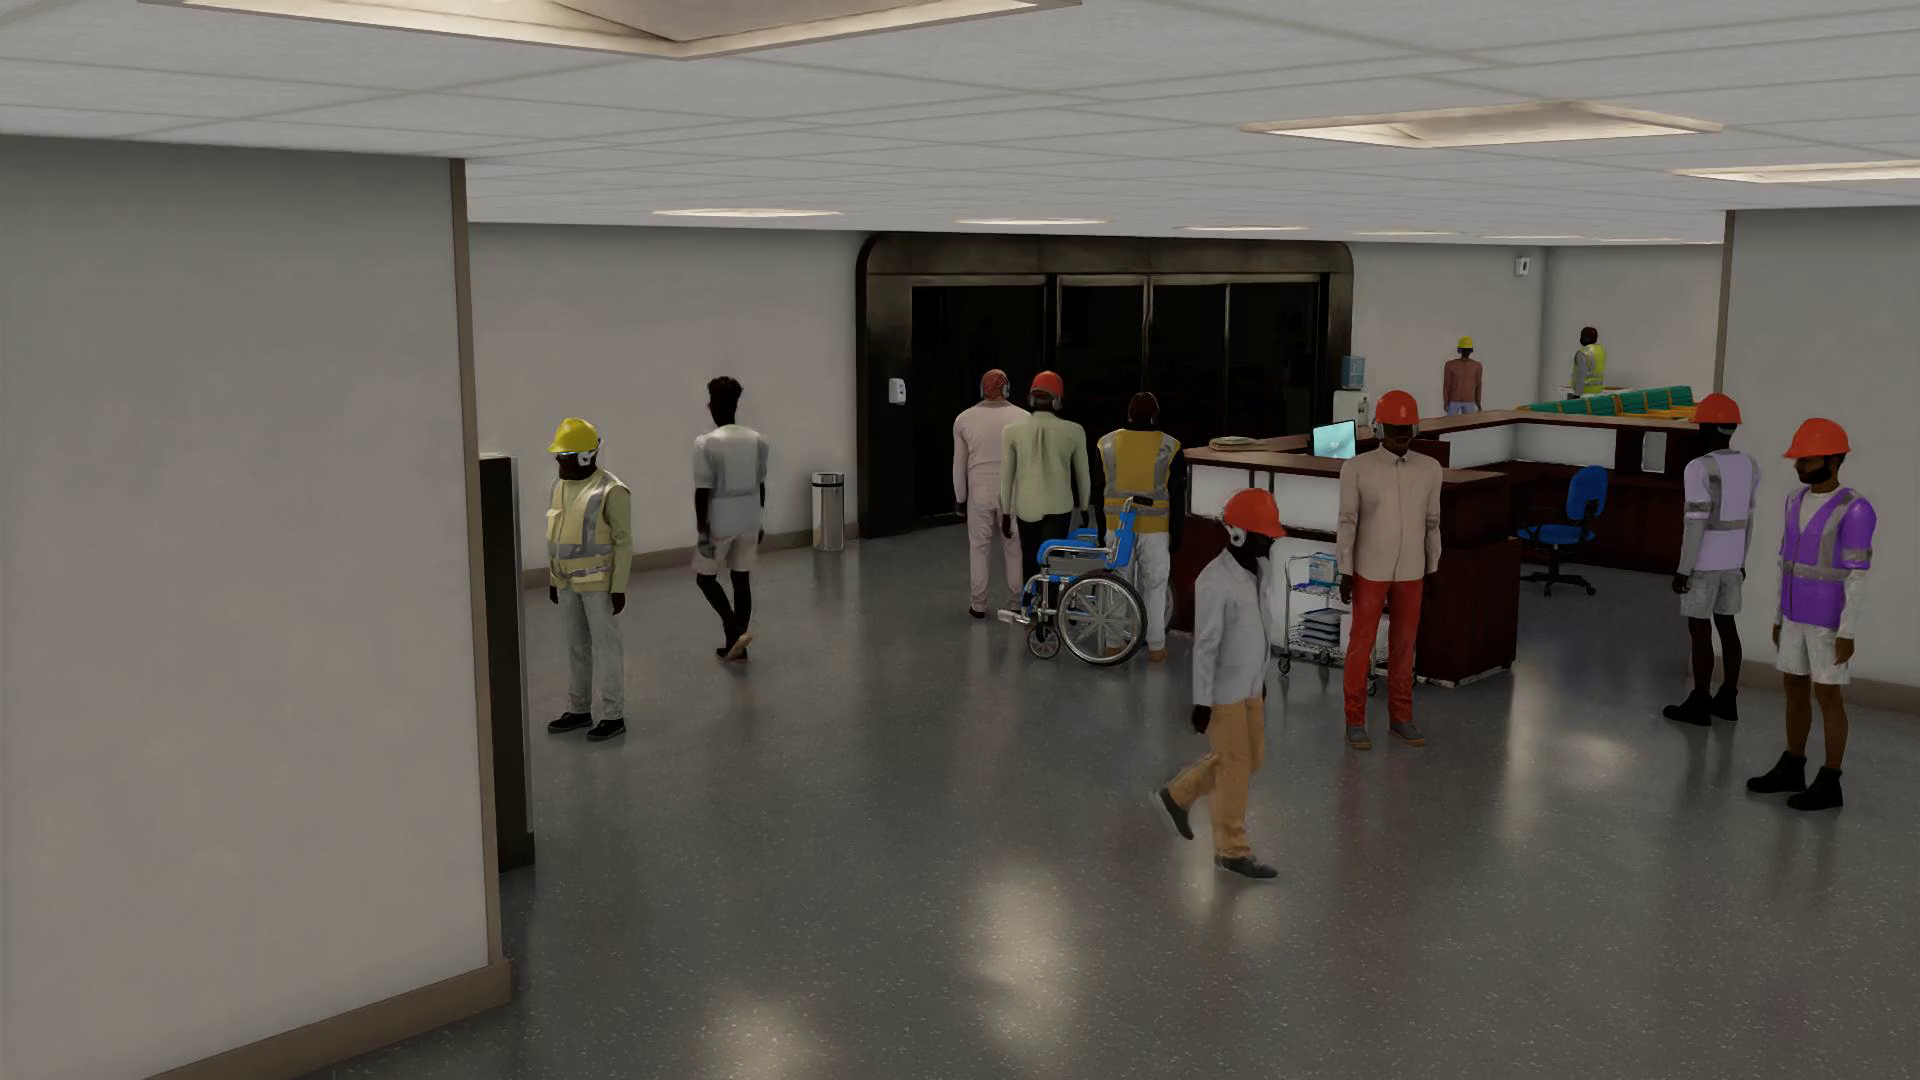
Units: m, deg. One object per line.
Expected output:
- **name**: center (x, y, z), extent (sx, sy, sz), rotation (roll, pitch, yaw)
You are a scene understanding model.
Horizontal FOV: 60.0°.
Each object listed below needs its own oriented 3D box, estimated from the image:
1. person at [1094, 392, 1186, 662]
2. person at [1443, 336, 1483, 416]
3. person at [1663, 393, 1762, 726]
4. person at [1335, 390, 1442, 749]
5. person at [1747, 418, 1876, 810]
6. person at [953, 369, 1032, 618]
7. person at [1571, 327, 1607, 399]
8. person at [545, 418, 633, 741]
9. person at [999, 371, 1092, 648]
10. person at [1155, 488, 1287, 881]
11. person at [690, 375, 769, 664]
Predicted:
- **person**: center (1.217, -0.083, 11.267), extent (0.626, 1.837, 0.429), rotation (3, 10, 16)
- **person**: center (6.724, -1.846, 22.267), extent (0.523, 1.769, 0.321), rotation (0, 9, 2)
- **person**: center (4.380, 0.113, 9.732), extent (0.552, 1.935, 0.374), rotation (-5, 10, -26)
- **person**: center (2.385, 0.164, 9.240), extent (0.617, 1.994, 0.381), rotation (-2, 9, -11)
- **person**: center (4.199, 0.363, 8.206), extent (0.377, 1.934, 0.557), rotation (-2, 9, -12)
- **person**: center (0.269, -0.347, 12.667), extent (0.643, 1.901, 0.400), rotation (1, 9, 3)
- **person**: center (8.874, -2.095, 23.567), extent (0.624, 1.845, 0.430), rotation (-8, 12, -39)
- **person**: center (-2.120, 0.221, 9.399), extent (0.600, 1.827, 0.403), rotation (6, 11, 34)
- **person**: center (0.616, -0.237, 11.913), extent (0.647, 1.925, 1.078), rotation (2, 9, 10)
- **person**: center (1.149, 0.611, 7.295), extent (0.565, 1.727, 0.583), rotation (6, 11, 34)
- **person**: center (-1.513, -0.114, 11.066), extent (0.602, 1.953, 0.485), rotation (-8, 12, -40)
